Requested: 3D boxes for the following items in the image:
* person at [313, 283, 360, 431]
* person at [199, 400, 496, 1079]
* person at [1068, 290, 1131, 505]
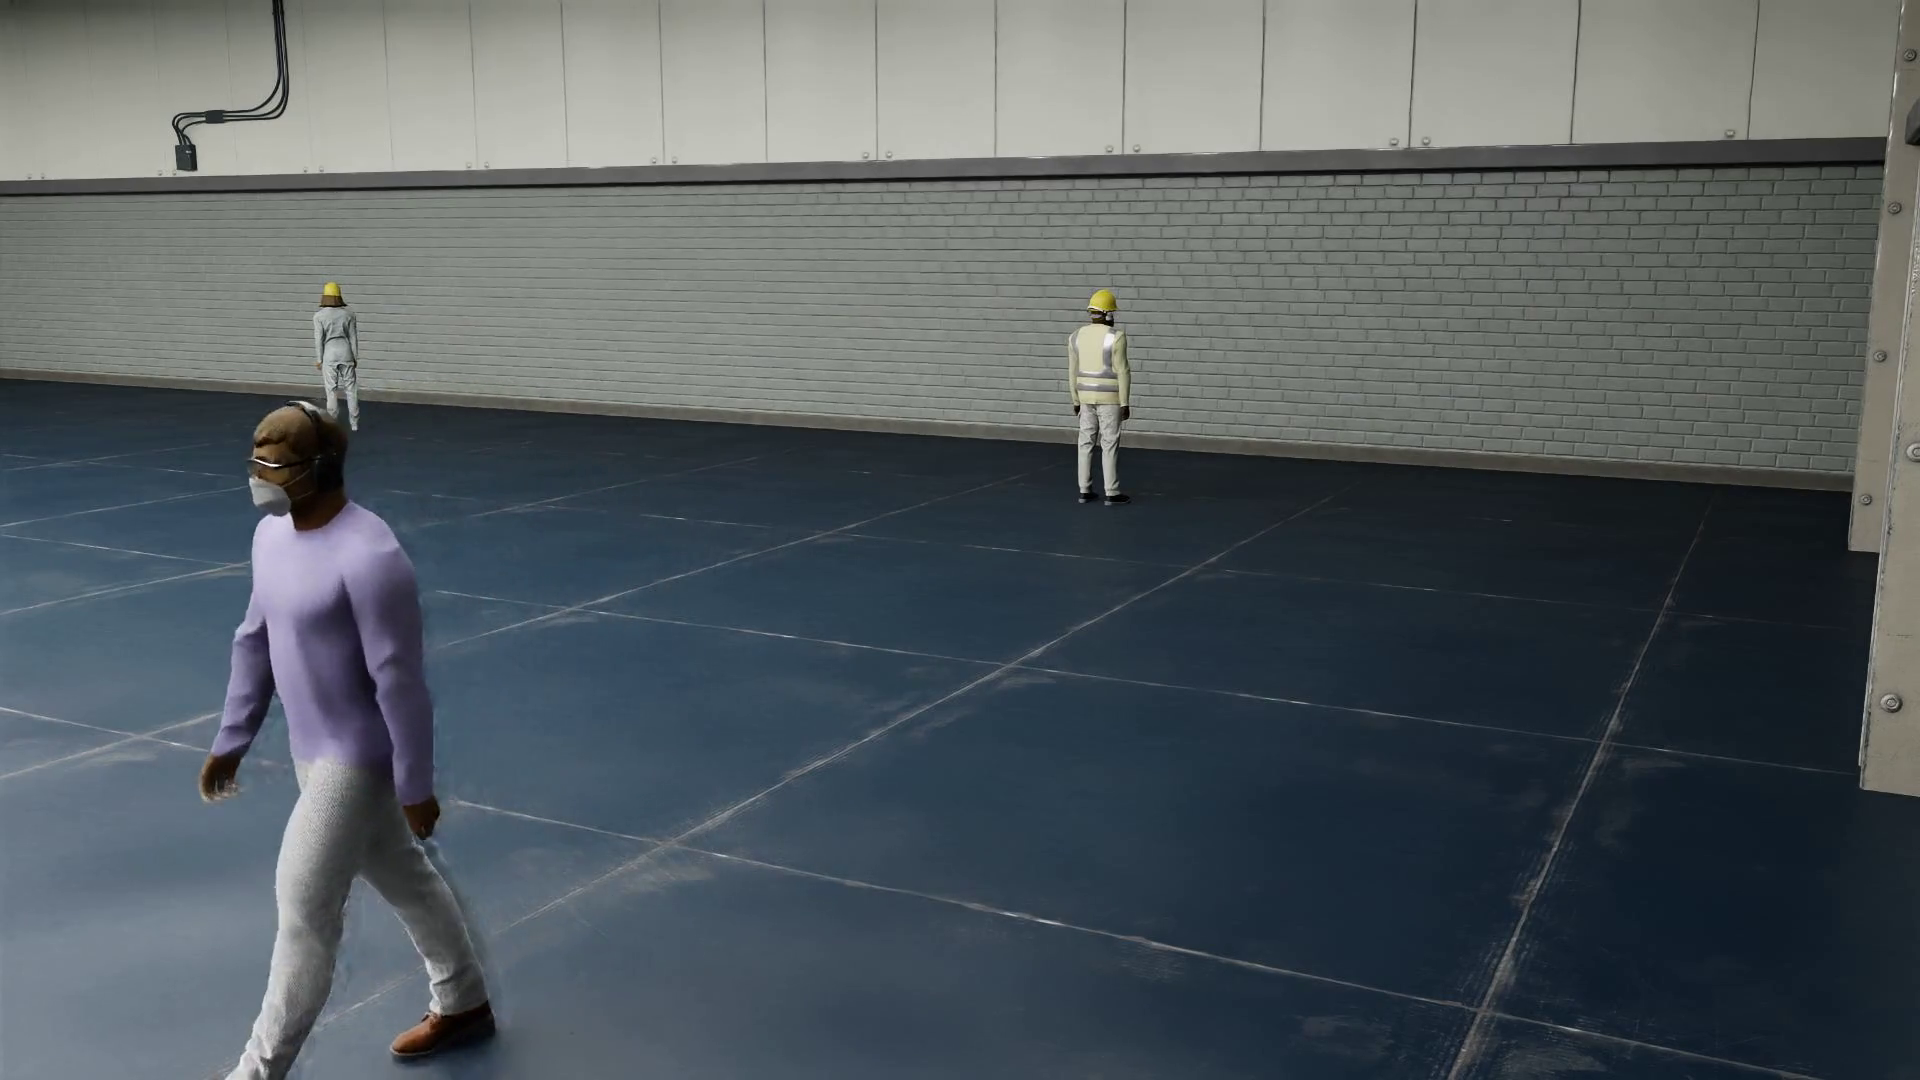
[{"bbox_3d":[-7.312,-2.138,19.516,0.485,1.744,0.294,-7,13,-34],"label":"person"},{"bbox_3d":[-1.665,0.578,4.330,1.037,1.881,0.653,-10,14,-42],"label":"person"},{"bbox_3d":[1.212,-1.212,14.220,0.588,1.834,0.403,8,13,37],"label":"person"}]
